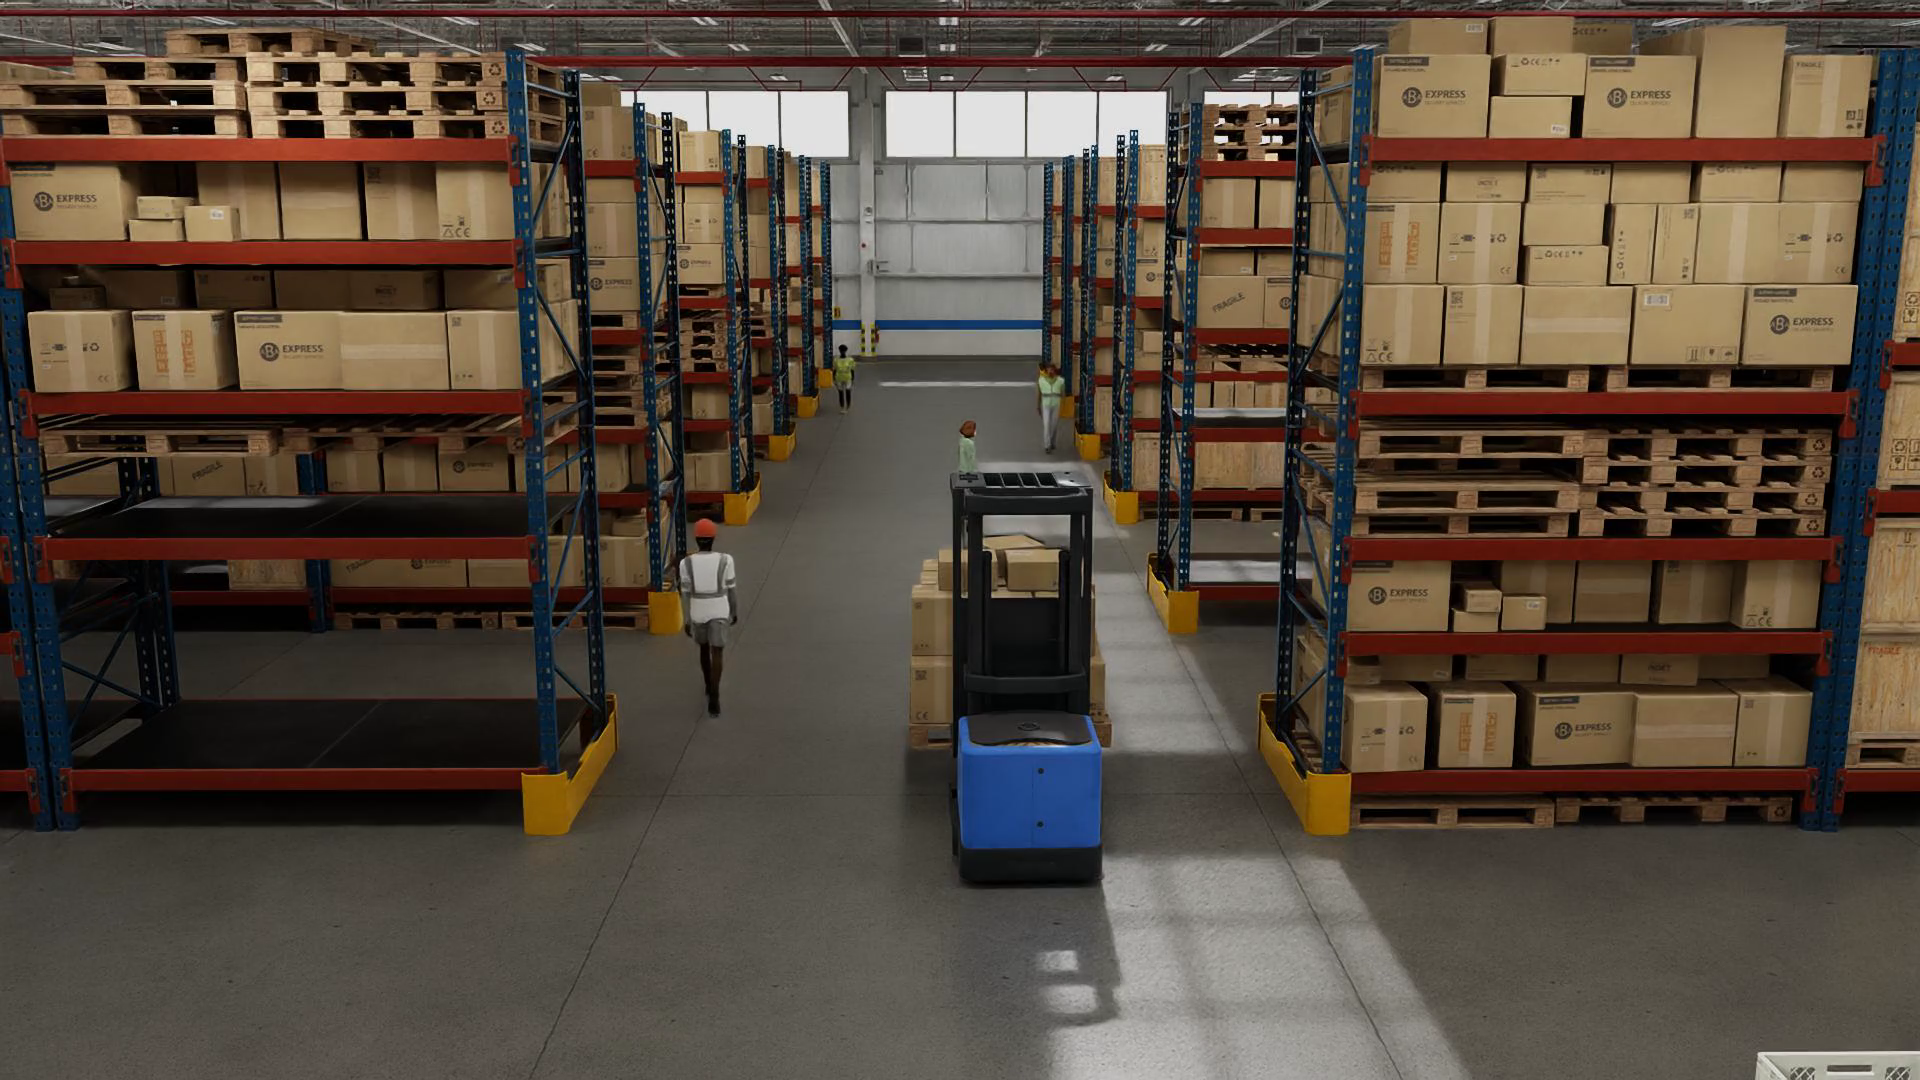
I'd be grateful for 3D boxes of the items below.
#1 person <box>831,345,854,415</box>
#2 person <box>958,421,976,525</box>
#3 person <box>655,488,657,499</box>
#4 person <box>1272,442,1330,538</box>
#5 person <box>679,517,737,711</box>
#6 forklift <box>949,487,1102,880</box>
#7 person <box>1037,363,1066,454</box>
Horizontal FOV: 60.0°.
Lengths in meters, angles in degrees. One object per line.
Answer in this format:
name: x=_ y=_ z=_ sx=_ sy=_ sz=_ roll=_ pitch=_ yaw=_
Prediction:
person: x=-2.786 y=-3.798 z=39.512 sx=0.547 sy=1.665 sz=0.688 roll=0 pitch=11 yaw=0
person: x=0.118 y=-1.054 z=26.025 sx=0.287 sy=1.632 sz=0.501 roll=-5 pitch=12 yaw=-22
person: x=-4.260 y=-0.398 z=22.671 sx=0.639 sy=1.675 sz=0.539 roll=7 pitch=13 yaw=31
person: x=5.229 y=-0.922 z=24.989 sx=0.957 sy=1.800 sz=0.642 roll=0 pitch=11 yaw=1
person: x=-2.510 y=0.730 z=16.544 sx=0.540 sy=1.904 sz=0.978 roll=0 pitch=11 yaw=0
forklift: x=0.495 y=0.986 z=12.813 sx=1.129 sy=2.768 sz=1.873 roll=0 pitch=11 yaw=-2
person: x=1.843 y=-2.692 z=33.734 sx=0.567 sy=1.805 sz=0.960 roll=-1 pitch=11 yaw=-3
